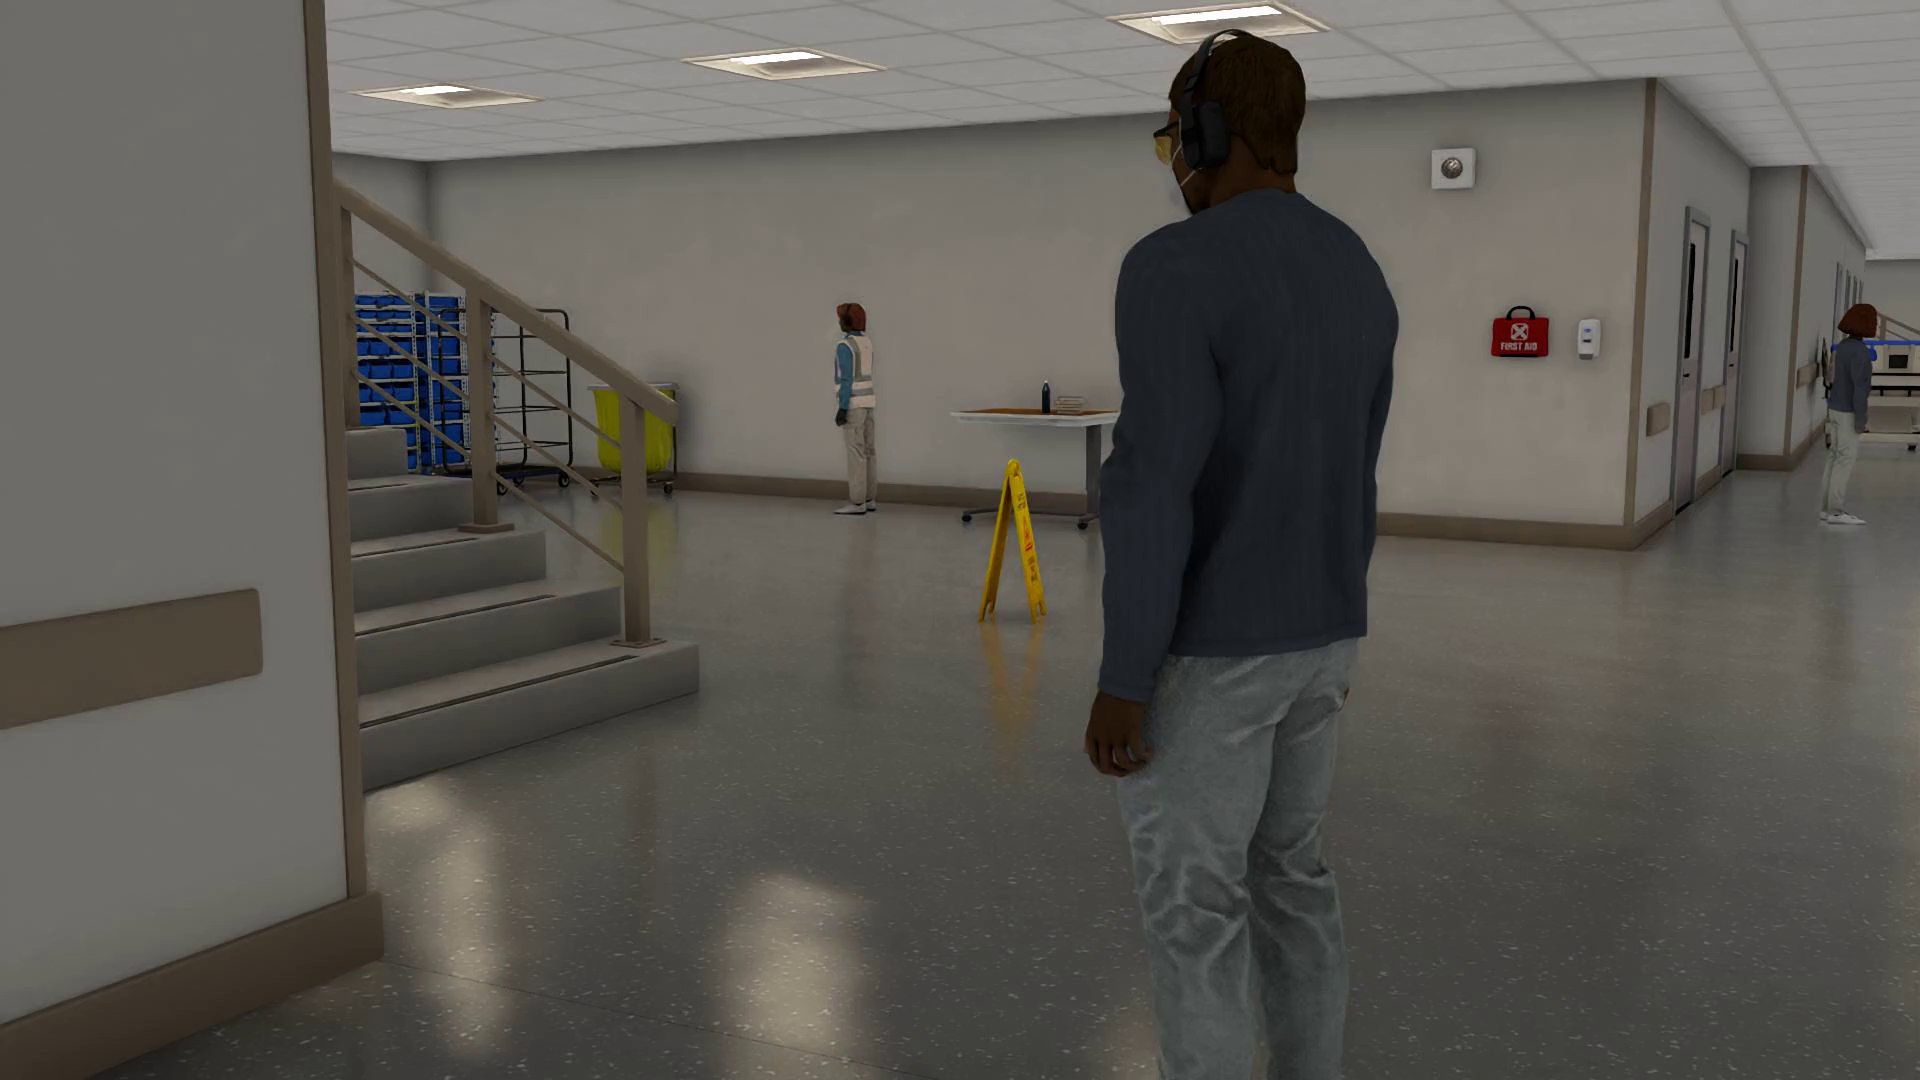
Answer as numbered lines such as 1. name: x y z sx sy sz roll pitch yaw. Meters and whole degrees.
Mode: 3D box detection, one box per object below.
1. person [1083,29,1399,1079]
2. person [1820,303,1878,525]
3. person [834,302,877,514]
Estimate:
1. person: 0.446 0.178 2.635 0.381 1.928 0.635 7 10 43
2. person: 6.551 -0.922 12.240 0.282 1.624 0.494 1 8 11
3. person: -0.813 -1.014 12.882 0.315 1.641 0.514 3 8 20
